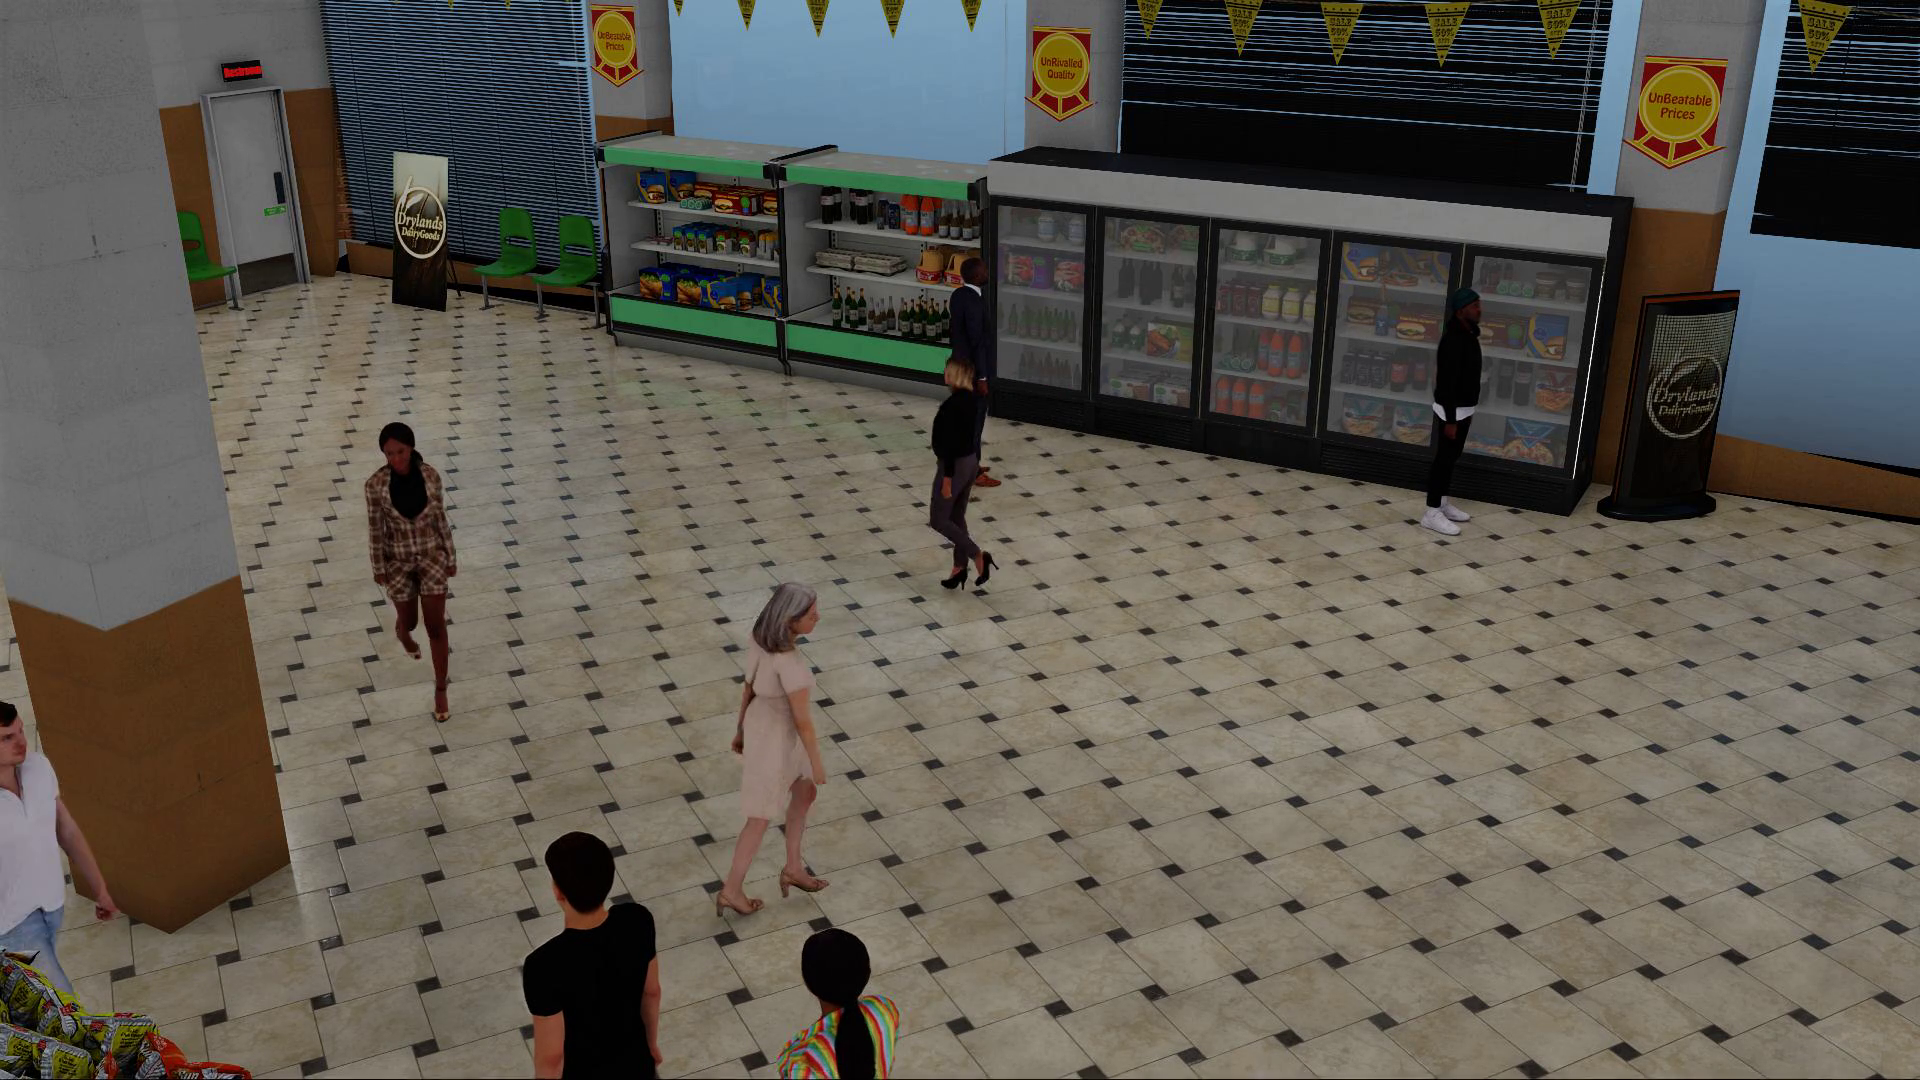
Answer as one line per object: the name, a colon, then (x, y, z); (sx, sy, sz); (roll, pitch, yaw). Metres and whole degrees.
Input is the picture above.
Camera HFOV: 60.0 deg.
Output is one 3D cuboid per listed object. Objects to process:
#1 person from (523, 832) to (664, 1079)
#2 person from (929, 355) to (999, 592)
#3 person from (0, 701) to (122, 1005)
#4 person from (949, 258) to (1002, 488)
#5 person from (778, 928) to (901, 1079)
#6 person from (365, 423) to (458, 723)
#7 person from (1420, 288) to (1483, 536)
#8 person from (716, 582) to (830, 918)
person: (-1.167, 1.767, 5.417); (0.630, 1.862, 0.703); (17, 27, 36)
person: (0.058, -0.400, 11.085); (0.734, 1.656, 0.652); (9, 23, 20)
person: (-3.625, 1.442, 6.315); (1.313, 1.794, 0.950); (4, 22, 10)
person: (0.097, -1.347, 13.220); (0.837, 1.822, 0.787); (-5, 22, -12)
person: (-0.348, 1.949, 5.056); (0.584, 1.792, 0.635); (17, 28, 37)
person: (-3.170, 0.139, 9.605); (1.014, 1.759, 1.156); (-10, 24, -24)
person: (3.651, -0.974, 12.296); (0.556, 1.818, 0.654); (12, 25, 28)
person: (-0.920, 0.997, 7.559); (0.904, 1.692, 0.868); (-14, 26, -30)
